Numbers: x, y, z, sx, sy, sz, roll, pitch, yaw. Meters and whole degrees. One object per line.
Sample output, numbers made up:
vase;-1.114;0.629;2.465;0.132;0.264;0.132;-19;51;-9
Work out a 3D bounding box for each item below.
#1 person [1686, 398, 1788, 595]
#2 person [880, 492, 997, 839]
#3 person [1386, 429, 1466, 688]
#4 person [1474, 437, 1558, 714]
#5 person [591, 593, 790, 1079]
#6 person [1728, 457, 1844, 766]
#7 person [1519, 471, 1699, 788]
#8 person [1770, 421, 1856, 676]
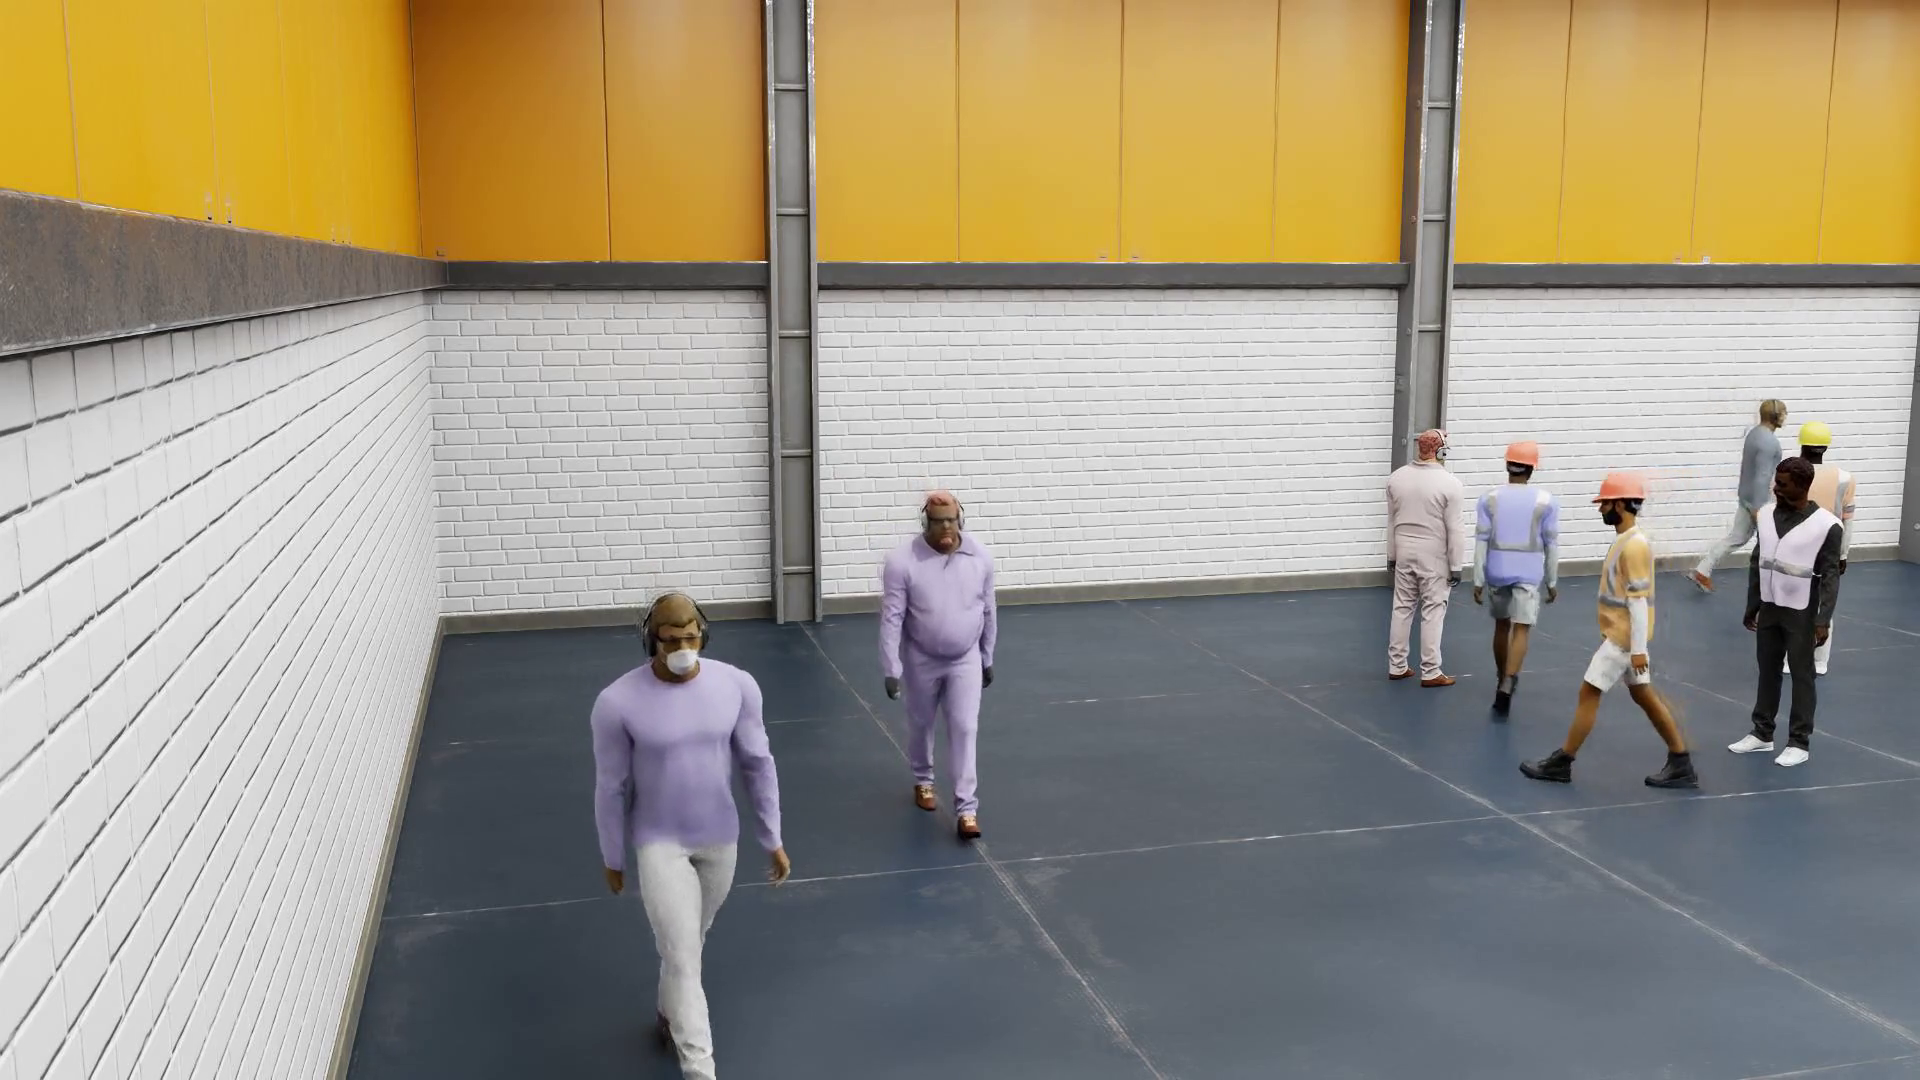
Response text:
person;7.355;-0.385;15.491;0.985;1.904;0.645;2;9;13
person;-0.109;0.656;9.104;0.664;1.855;0.996;-2;9;-10
person;3.439;0.132;12.252;0.400;1.903;0.647;-8;12;-39
person;3.848;0.241;11.575;0.549;1.909;0.938;5;10;28
person;-0.995;1.119;6.125;0.650;1.884;1.027;-5;10;-28
person;5.148;0.433;10.312;0.397;1.915;0.587;-4;10;-23
person;3.917;0.536;9.805;1.002;1.880;0.553;3;10;19
person;6.388;0.069;12.533;0.587;1.930;0.354;2;9;11
